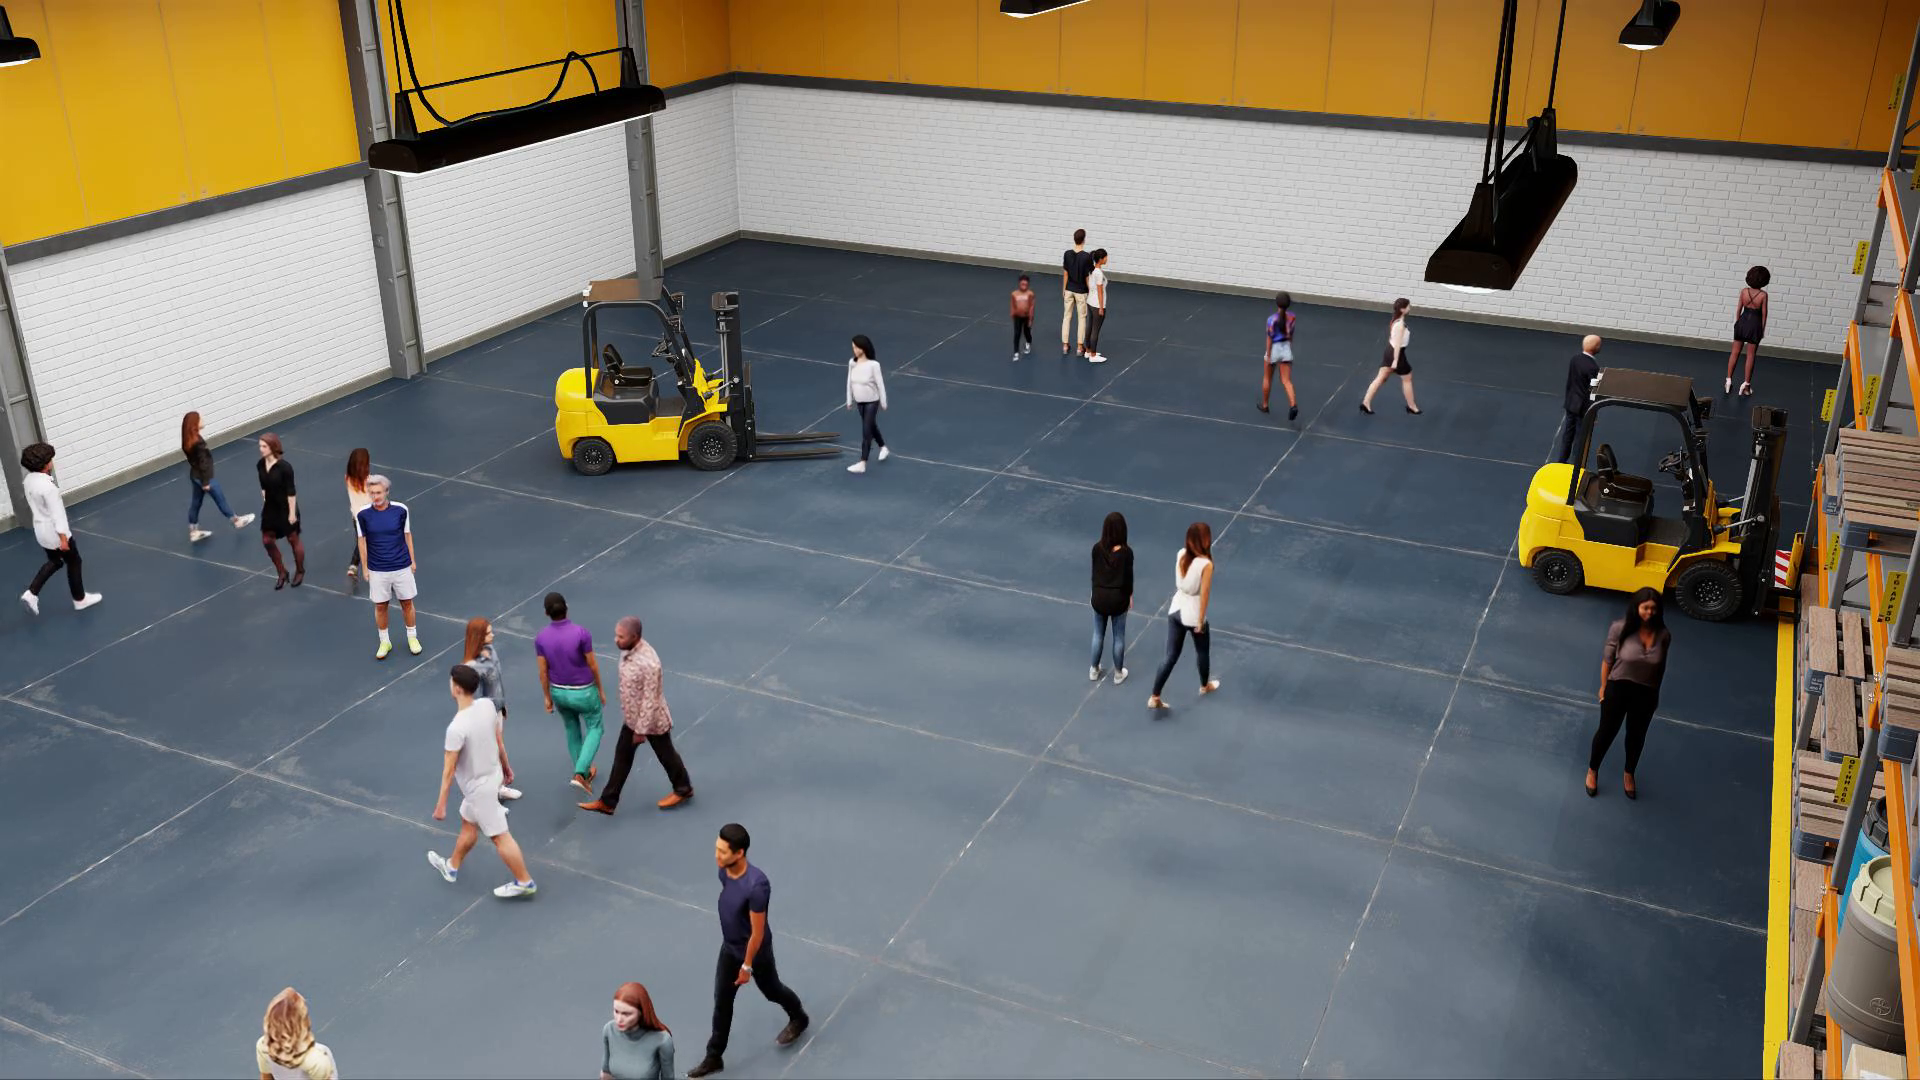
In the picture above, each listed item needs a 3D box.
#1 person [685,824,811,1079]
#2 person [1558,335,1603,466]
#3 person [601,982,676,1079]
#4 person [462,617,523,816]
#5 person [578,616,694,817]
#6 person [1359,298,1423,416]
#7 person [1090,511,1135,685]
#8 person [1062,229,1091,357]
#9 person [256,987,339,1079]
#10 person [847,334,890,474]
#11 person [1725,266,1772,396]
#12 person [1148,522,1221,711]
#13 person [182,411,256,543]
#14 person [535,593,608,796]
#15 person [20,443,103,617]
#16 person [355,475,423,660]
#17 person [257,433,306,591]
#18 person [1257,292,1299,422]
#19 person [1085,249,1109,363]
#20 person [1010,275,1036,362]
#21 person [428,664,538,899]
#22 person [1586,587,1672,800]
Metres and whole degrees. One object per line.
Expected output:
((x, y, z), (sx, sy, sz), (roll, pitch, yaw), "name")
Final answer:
((-1.247, 2.539, 10.441), (1.214, 1.749, 0.902), (-22, 32, -40), "person")
((7.376, -1.571, 19.780), (0.834, 1.800, 0.747), (-6, 24, -13), "person")
((-1.740, 3.134, 9.089), (0.608, 1.742, 0.578), (7, 25, 15), "person")
((-3.769, 1.375, 13.166), (0.729, 1.699, 0.584), (1, 24, 3), "person")
((-2.387, 1.370, 13.096), (1.278, 1.763, 1.049), (-16, 28, -33), "person")
((5.620, -2.357, 21.823), (0.969, 1.602, 1.084), (-1, 24, -2), "person")
((1.375, 0.524, 15.183), (0.570, 1.643, 0.547), (8, 25, 17), "person")
((1.715, -3.645, 24.456), (0.634, 1.854, 0.546), (12, 26, 26), "person")
((-3.538, 3.170, 9.030), (0.642, 1.722, 0.565), (8, 25, 17), "person")
((-1.081, -1.682, 20.226), (0.768, 1.645, 1.141), (13, 27, 28), "person")
((10.795, -2.871, 22.767), (0.635, 1.789, 0.638), (22, 32, 40), "person")
((1.932, 0.709, 14.630), (1.170, 1.746, 0.840), (-21, 31, -40), "person")
((-8.346, -0.670, 18.156), (0.766, 1.449, 1.003), (20, 31, 39), "person")
((-3.121, 1.291, 13.308), (0.852, 1.738, 0.985), (4, 24, 10), "person")
((-9.006, -0.078, 16.369), (0.745, 1.795, 1.015), (16, 28, 32), "person")
((-5.361, 0.226, 15.623), (0.702, 1.836, 0.757), (-8, 25, -17), "person")
((-6.899, -0.323, 17.056), (0.621, 1.694, 0.636), (8, 25, 17), "person")
((4.217, -2.369, 21.713), (1.048, 1.714, 1.165), (-7, 24, -15), "person")
((1.983, -3.430, 24.229), (0.710, 1.642, 0.626), (-5, 24, -11), "person")
((0.944, -3.291, 24.418), (0.671, 1.235, 0.943), (4, 24, 8), "person")
((-3.392, 1.796, 12.084), (1.050, 1.794, 1.168), (4, 24, 9), "person")
((5.366, 1.222, 13.338), (0.711, 1.842, 0.694), (3, 24, 8), "person")
